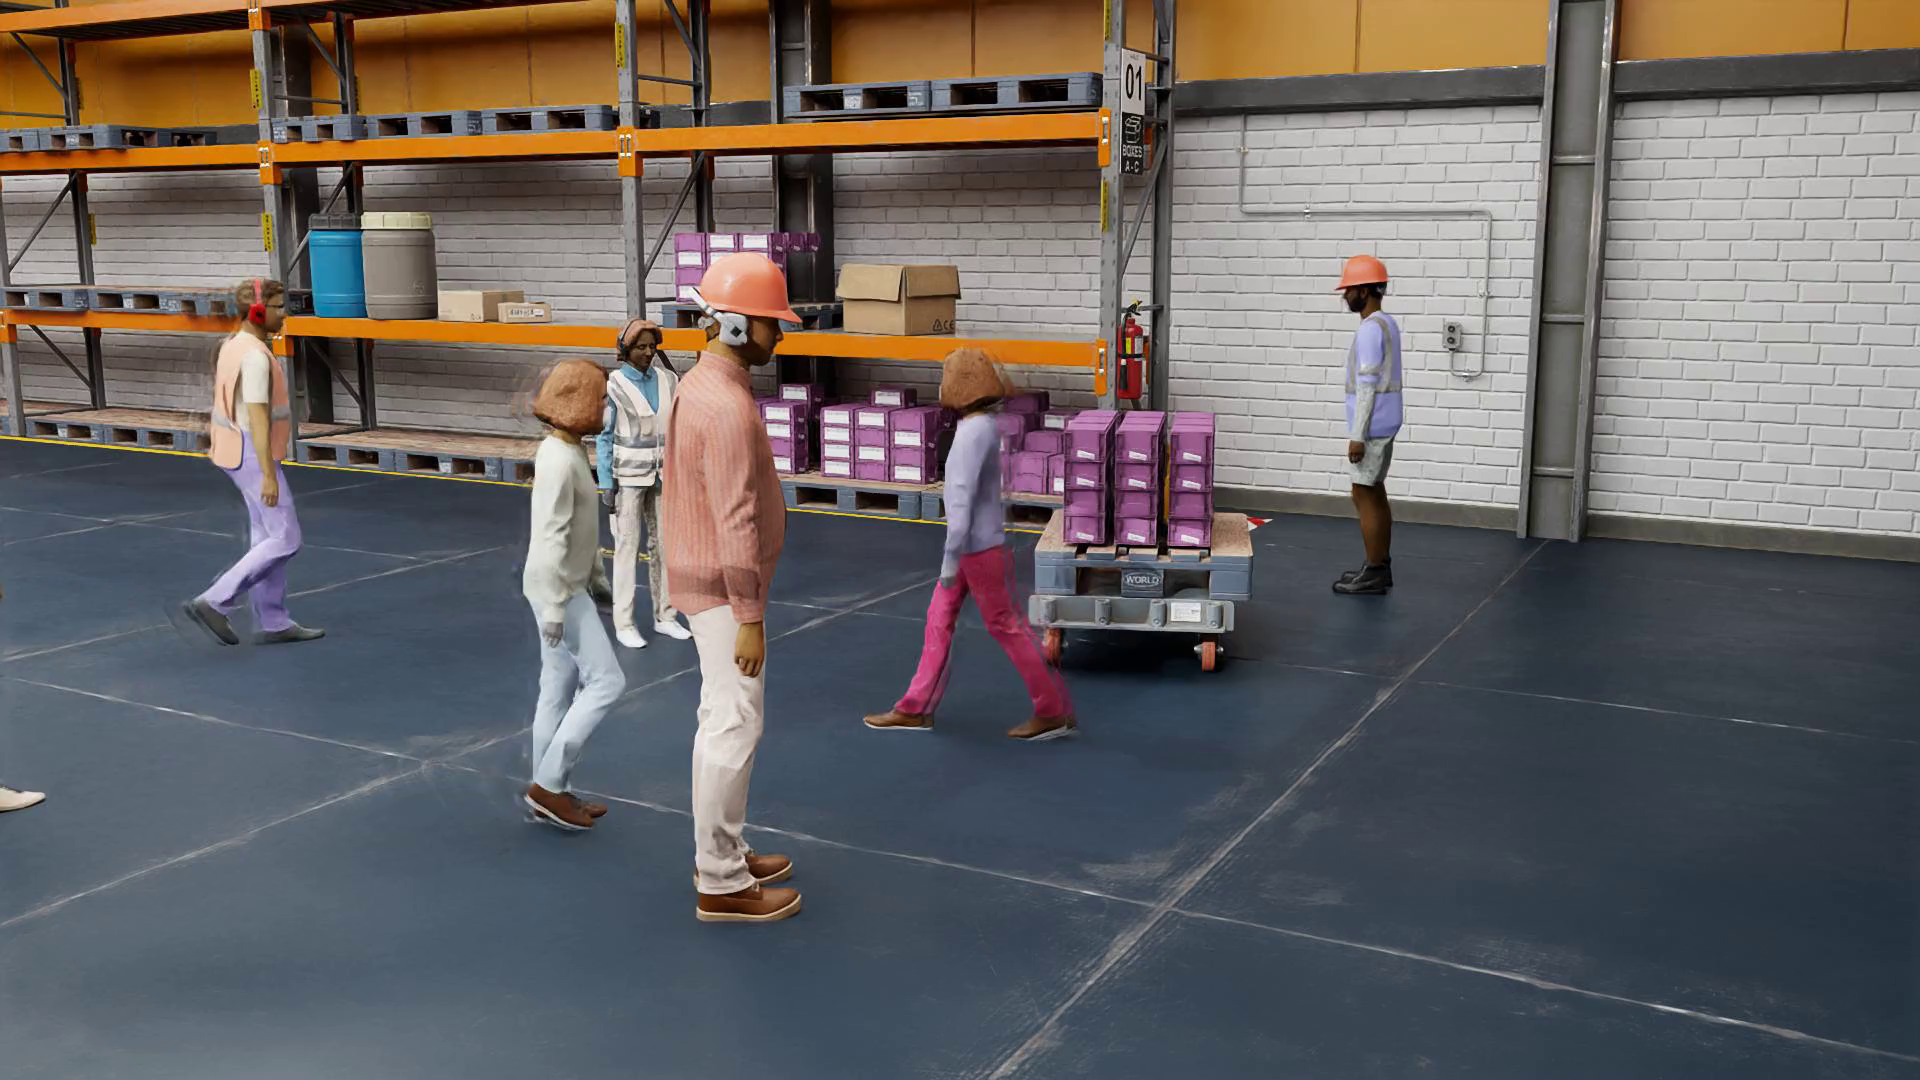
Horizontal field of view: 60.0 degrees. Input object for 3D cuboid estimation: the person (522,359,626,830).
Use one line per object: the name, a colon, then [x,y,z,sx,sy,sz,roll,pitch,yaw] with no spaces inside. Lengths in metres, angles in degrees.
person: [-1.325,0.195,5.655,0.370,1.616,0.510,-2,11,-13]

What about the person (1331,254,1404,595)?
person: [2.313,-0.654,9.483,0.404,1.926,0.554,5,11,23]

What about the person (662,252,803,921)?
person: [-0.663,0.152,4.918,0.411,1.980,0.626,-3,11,-16]

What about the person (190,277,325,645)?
person: [-3.466,-0.359,8.127,0.525,1.826,0.584,-6,12,-31]

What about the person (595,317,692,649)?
person: [-1.580,-0.283,8.249,0.312,1.631,0.529,9,14,40]

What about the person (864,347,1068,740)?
person: [0.052,0.025,6.676,0.841,1.589,0.512,1,10,5]

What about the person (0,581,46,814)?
person: [-3.545,0.093,5.824,0.526,1.765,0.330,5,11,25]
